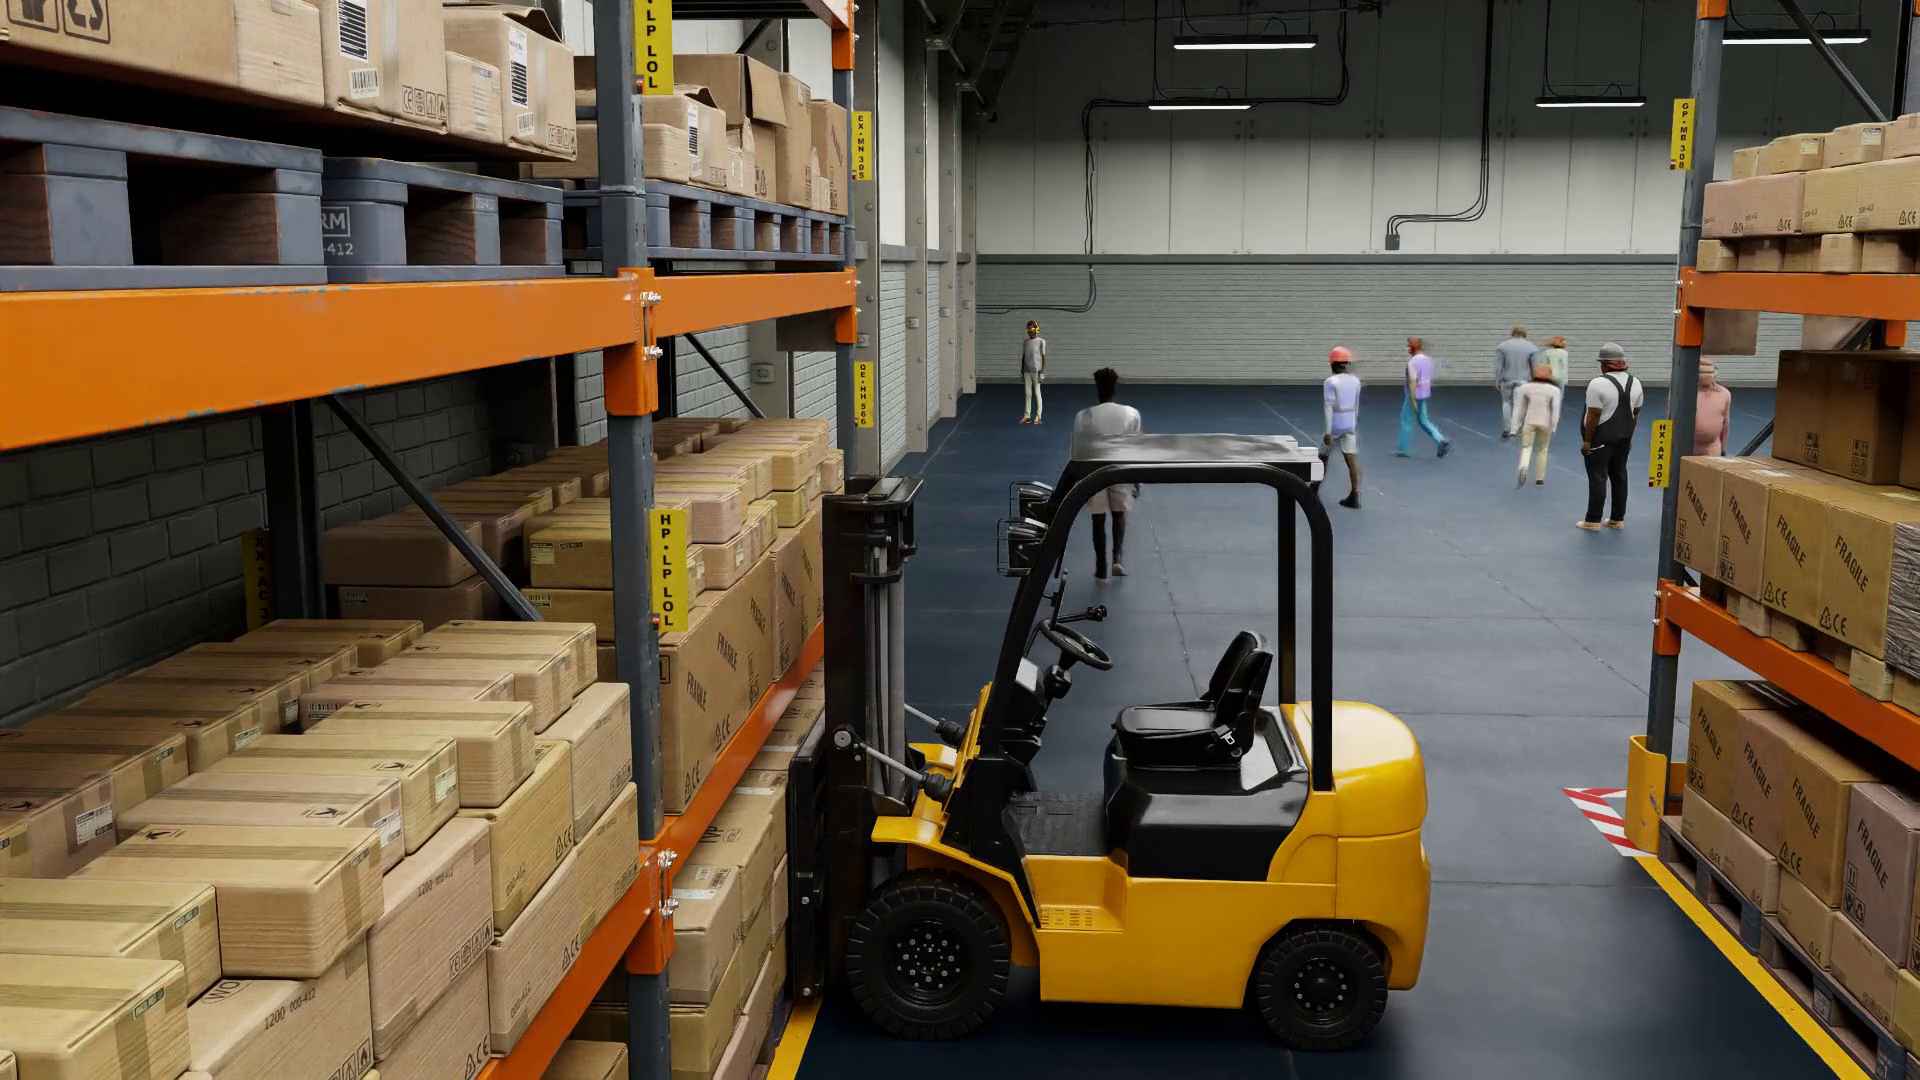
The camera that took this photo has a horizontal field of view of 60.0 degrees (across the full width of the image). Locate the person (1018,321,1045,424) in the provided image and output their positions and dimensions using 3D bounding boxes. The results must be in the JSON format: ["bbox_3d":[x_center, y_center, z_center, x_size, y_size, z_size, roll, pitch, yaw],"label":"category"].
[{"bbox_3d":[1.308,-3.036,30.158,0.513,1.872,0.328,7,11,34],"label":"person"}]

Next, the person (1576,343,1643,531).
[{"bbox_3d":[6.993,-1.123,18.045,0.688,2.000,0.539,-4,10,-22],"label":"person"}]

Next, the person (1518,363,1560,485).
[{"bbox_3d":[7.467,-1.484,21.514,0.516,1.613,0.614,5,11,29],"label":"person"}]

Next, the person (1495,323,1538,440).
[{"bbox_3d":[9.222,-2.627,27.558,0.658,1.899,0.916,4,10,21],"label":"person"}]

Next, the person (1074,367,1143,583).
[{"bbox_3d":[1.324,-0.583,15.035,0.644,1.950,0.427,-1,9,-5],"label":"person"}]

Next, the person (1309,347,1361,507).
[{"bbox_3d":[4.499,-1.360,19.932,0.568,1.884,1.003,-5,10,-26],"label":"person"}]

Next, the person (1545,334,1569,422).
[{"bbox_3d":[10.876,-2.954,30.427,0.477,1.620,0.504,-4,10,-24],"label":"person"}]

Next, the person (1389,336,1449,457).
[{"bbox_3d":[6.851,-2.117,24.748,0.565,1.823,0.824,-9,13,-44],"label":"person"}]

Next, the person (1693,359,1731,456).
[{"bbox_3d":[8.056,-1.054,18.190,0.663,1.865,0.988,1,9,7],"label":"person"}]
